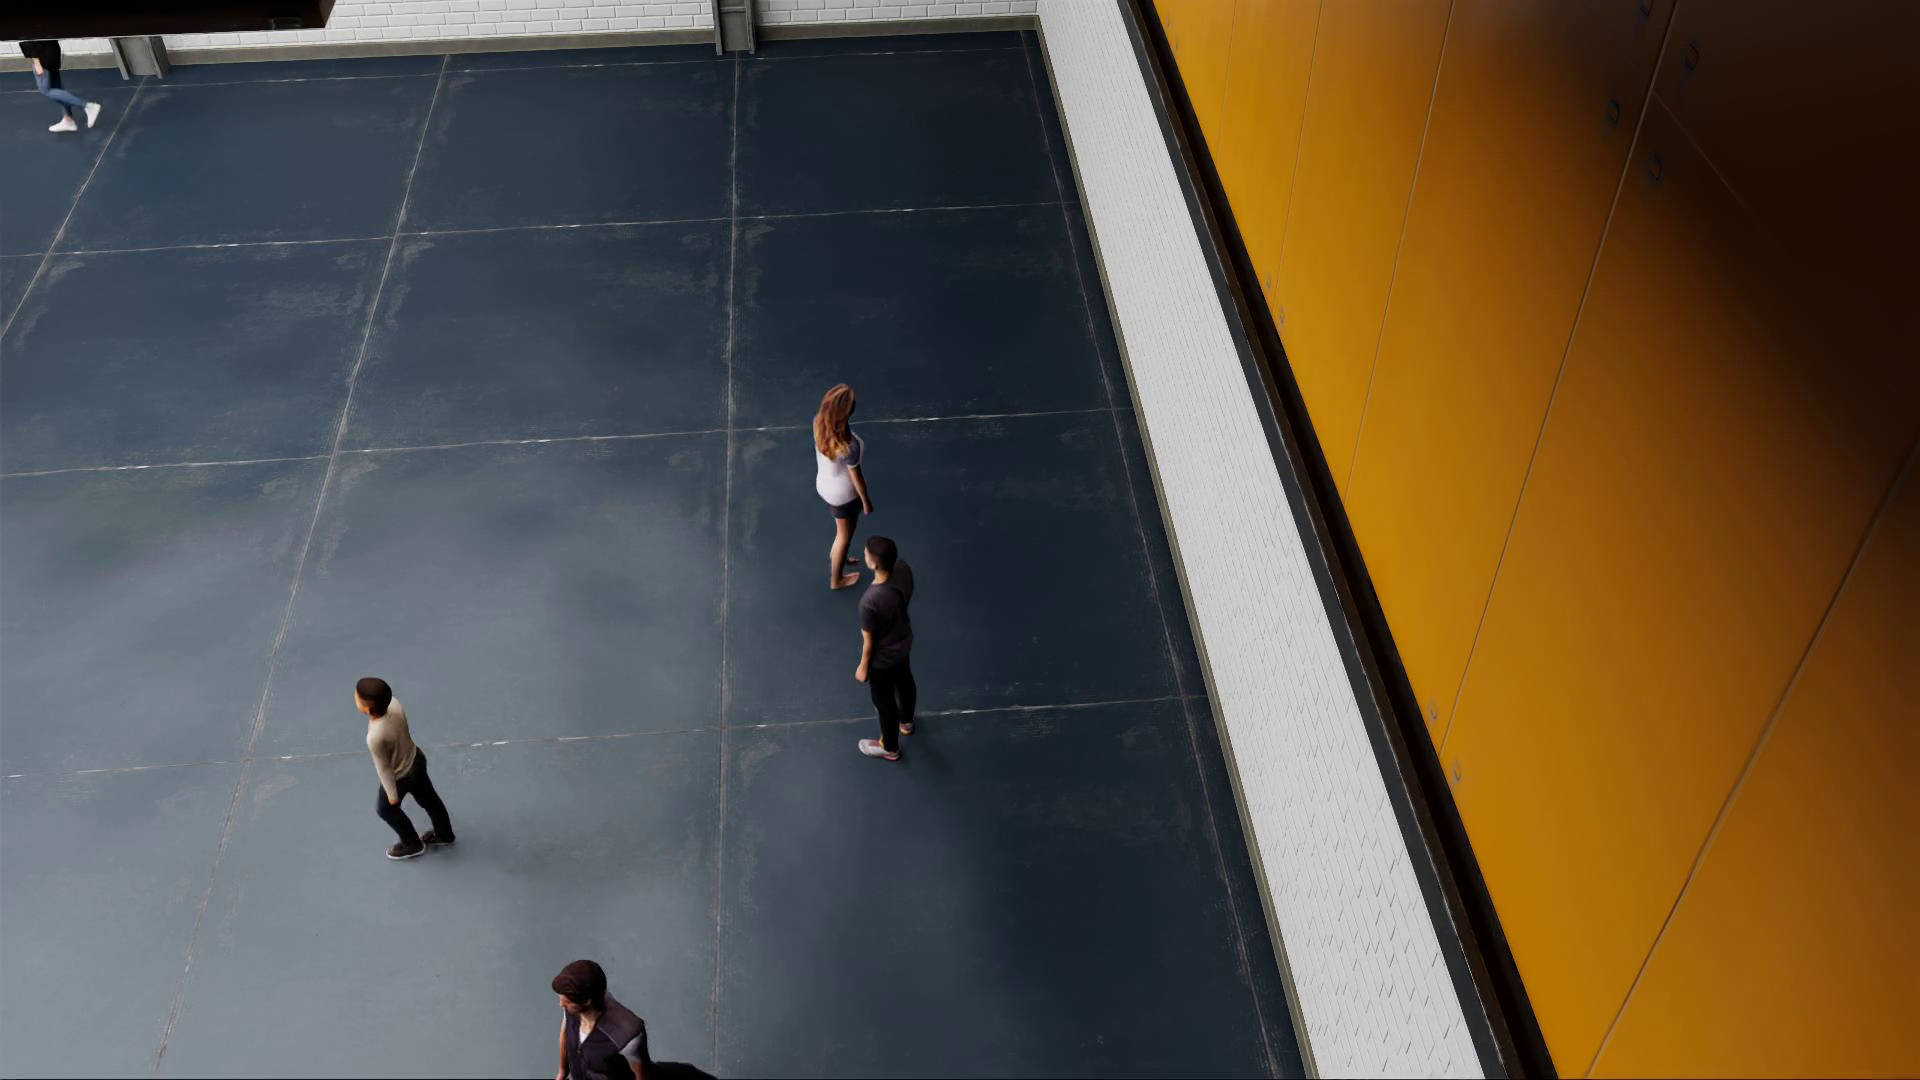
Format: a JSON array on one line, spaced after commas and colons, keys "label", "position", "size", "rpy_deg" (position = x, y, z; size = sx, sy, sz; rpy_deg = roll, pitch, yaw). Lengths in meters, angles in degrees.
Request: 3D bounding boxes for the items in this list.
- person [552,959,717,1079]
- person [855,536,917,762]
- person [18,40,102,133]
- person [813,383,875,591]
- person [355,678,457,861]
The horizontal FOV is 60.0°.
[{"label": "person", "position": [-1.582, 2.510, 8.045], "size": [1.152, 1.798, 1.290], "rpy_deg": [34, 53, 30]}, {"label": "person", "position": [-0.438, 0.654, 10.018], "size": [0.731, 1.764, 0.723], "rpy_deg": [19, 47, 19]}, {"label": "person", "position": [-8.531, -4.575, 15.596], "size": [0.789, 1.640, 0.614], "rpy_deg": [-7, 44, -7]}, {"label": "person", "position": [-0.868, -0.306, 11.062], "size": [0.753, 1.715, 0.725], "rpy_deg": [-24, 49, -23]}, {"label": "person", "position": [-3.136, 1.325, 9.539], "size": [0.651, 1.453, 0.624], "rpy_deg": [4, 44, 4]}]
